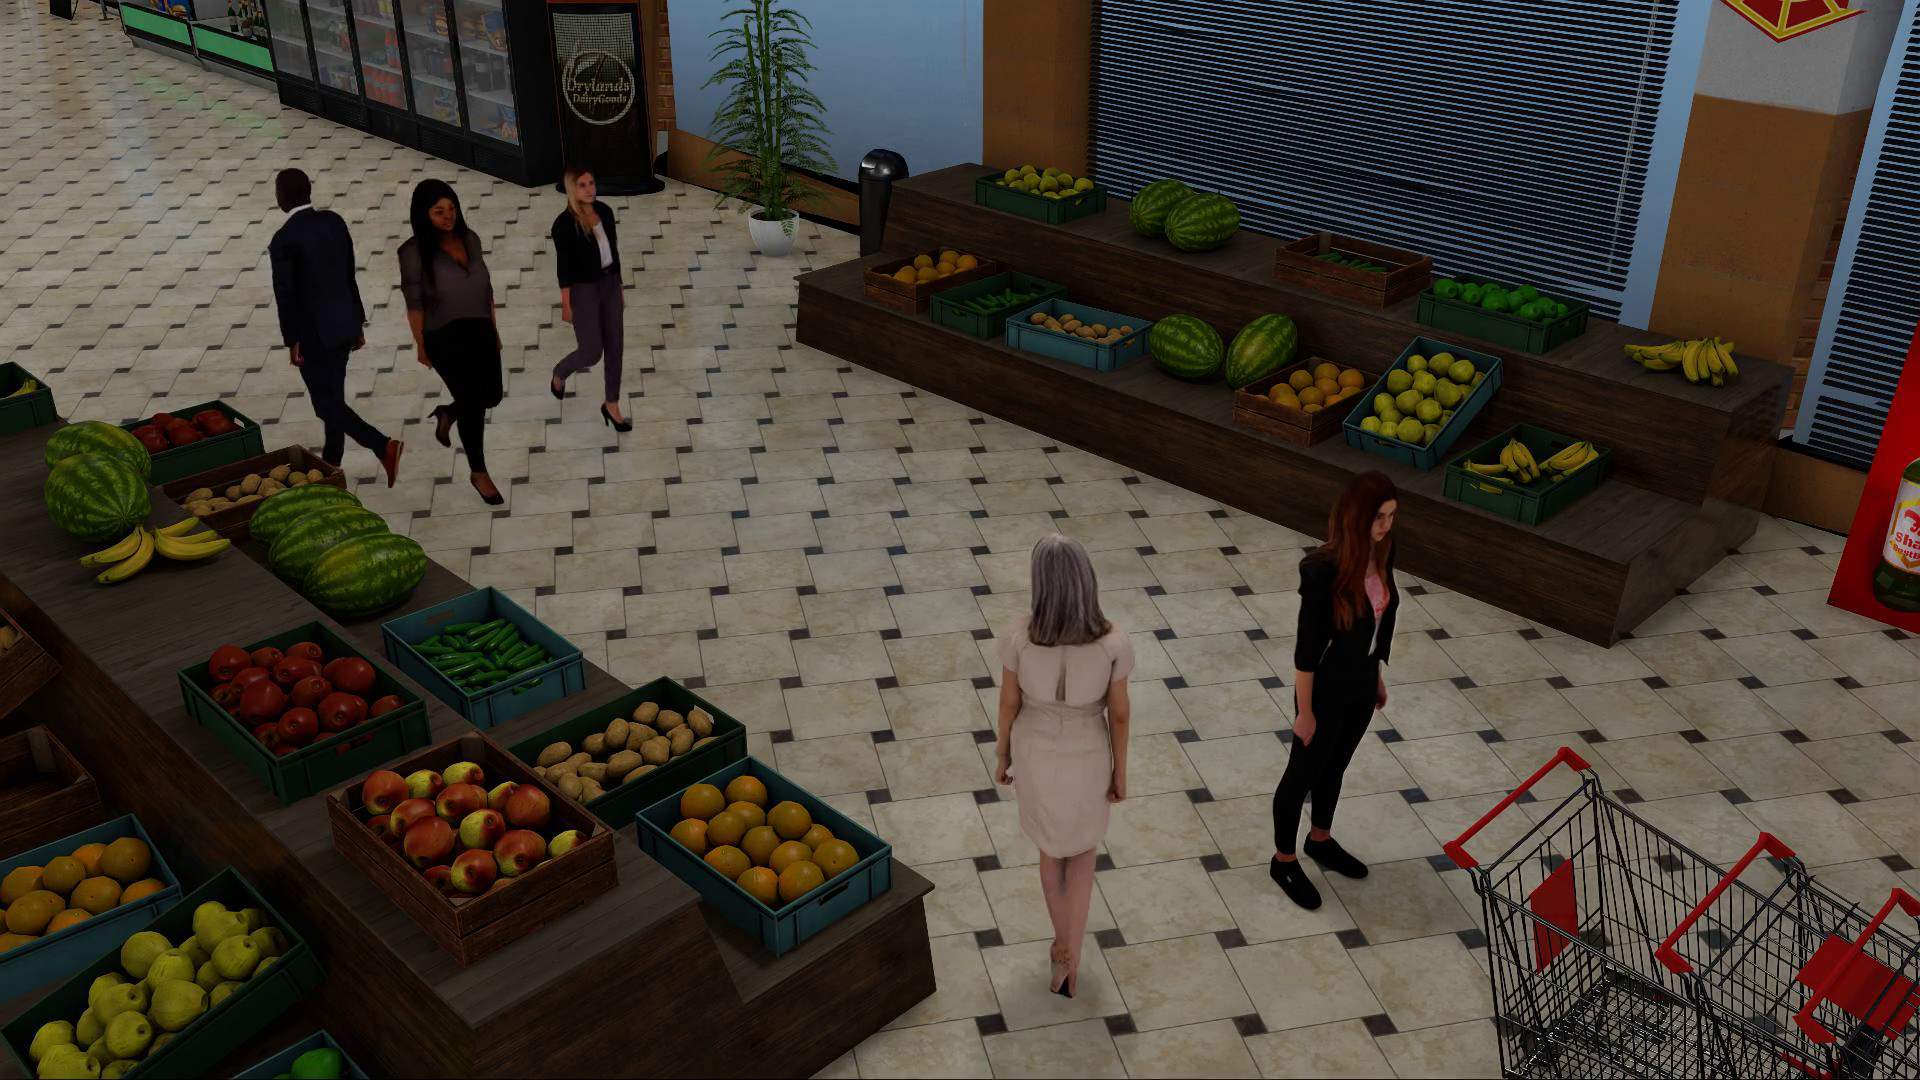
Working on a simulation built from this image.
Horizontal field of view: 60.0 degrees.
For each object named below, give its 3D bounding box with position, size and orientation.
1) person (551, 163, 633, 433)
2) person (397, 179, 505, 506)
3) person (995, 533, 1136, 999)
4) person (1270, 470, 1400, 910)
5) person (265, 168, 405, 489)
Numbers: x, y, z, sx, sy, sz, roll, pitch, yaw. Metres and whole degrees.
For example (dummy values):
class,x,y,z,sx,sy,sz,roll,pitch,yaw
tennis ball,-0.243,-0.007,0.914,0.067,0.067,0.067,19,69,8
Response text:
class,x,y,z,sx,sy,sz,roll,pitch,yaw
person,-2.252,-1.436,9.946,0.860,1.654,0.692,16,31,29
person,-2.791,-1.076,9.061,0.991,1.812,0.735,19,32,32
person,0.335,0.824,5.418,0.850,1.719,0.900,2,27,4
person,1.357,0.518,6.037,0.628,1.706,0.555,-19,33,-33
person,-3.430,-1.116,9.162,1.121,1.792,0.919,12,29,22
